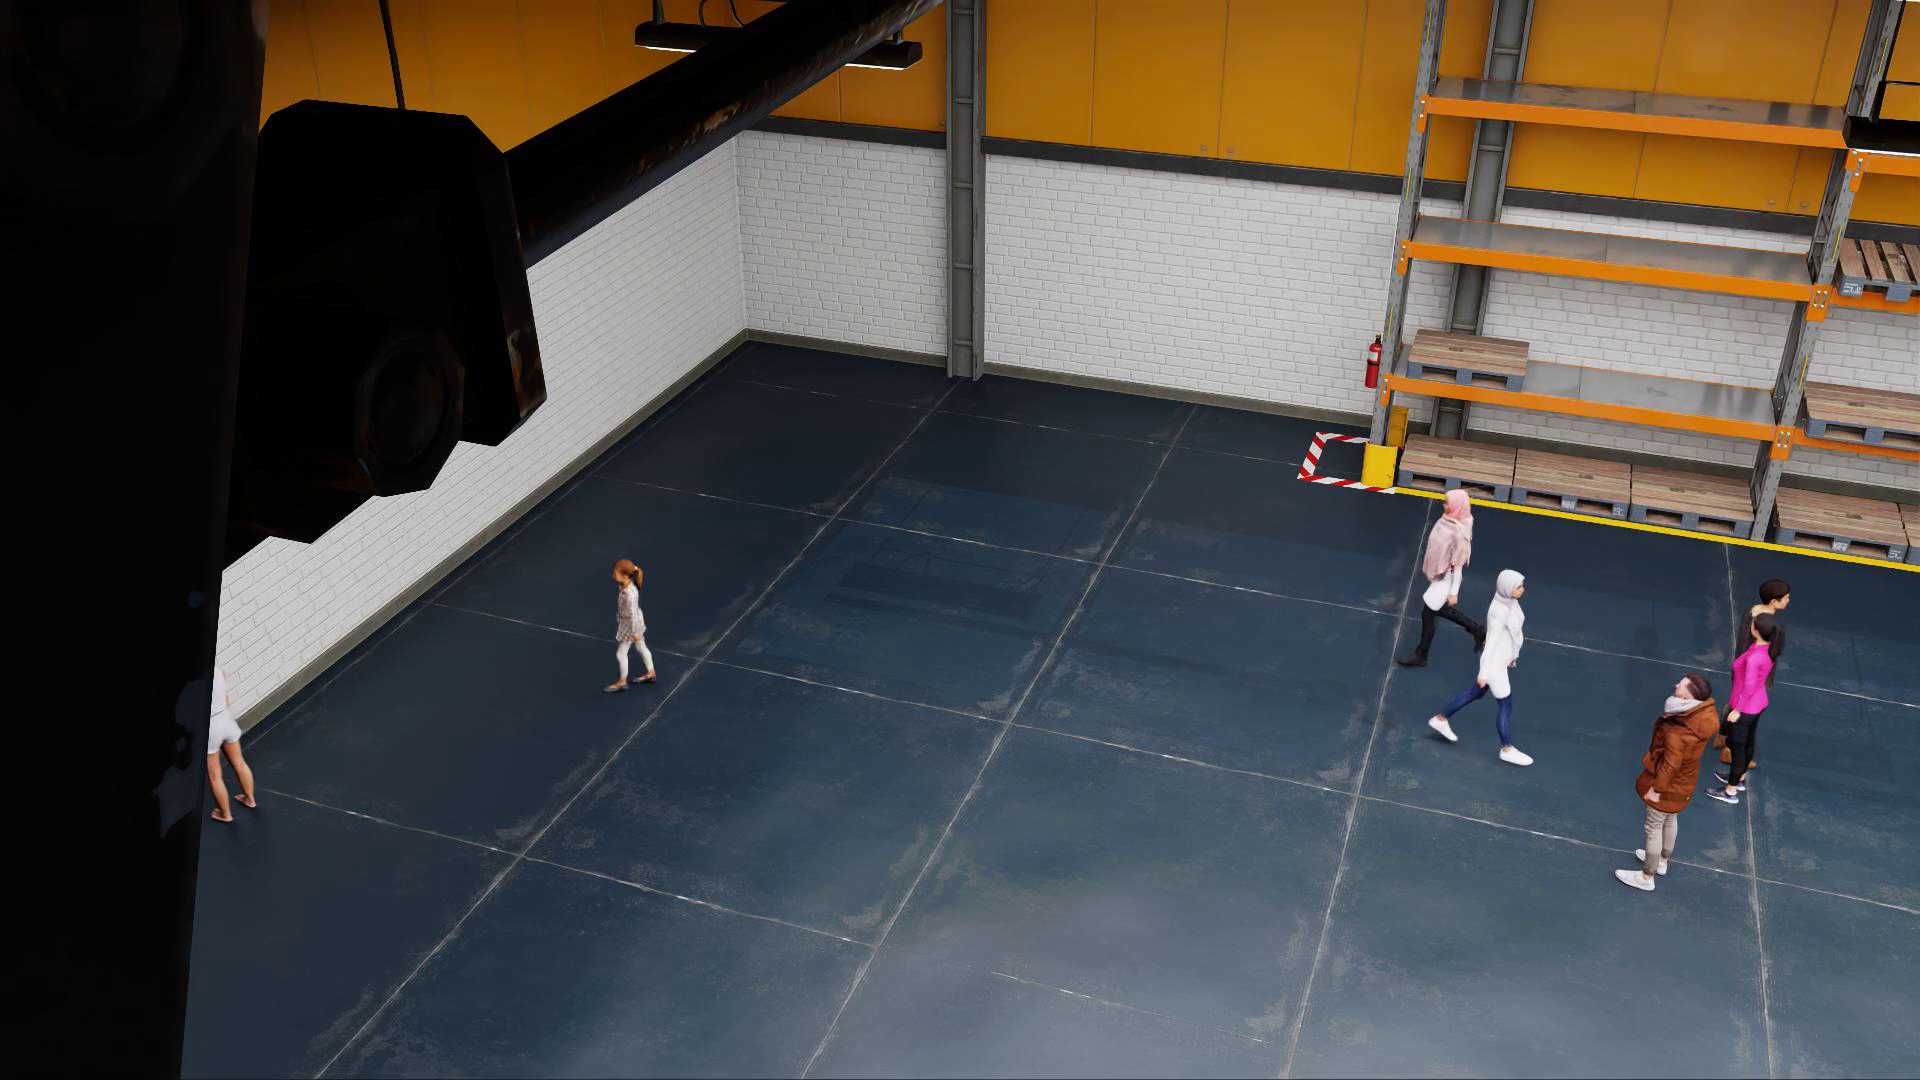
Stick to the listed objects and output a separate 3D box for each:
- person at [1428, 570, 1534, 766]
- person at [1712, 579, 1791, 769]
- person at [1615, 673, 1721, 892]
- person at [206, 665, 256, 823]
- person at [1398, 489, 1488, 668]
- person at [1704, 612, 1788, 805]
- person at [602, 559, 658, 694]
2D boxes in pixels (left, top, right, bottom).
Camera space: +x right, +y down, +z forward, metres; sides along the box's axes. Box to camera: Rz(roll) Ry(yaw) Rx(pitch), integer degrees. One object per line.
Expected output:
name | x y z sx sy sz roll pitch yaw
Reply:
person | 4.336 1.016 13.748 1.169 1.740 0.764 16 32 26
person | 6.511 1.065 13.684 0.599 1.716 0.659 5 29 9
person | 5.250 1.768 12.267 0.832 1.839 0.860 -25 37 -38
person | -5.845 1.483 13.025 0.539 1.612 0.571 13 31 23
person | 4.433 0.366 14.895 1.148 1.784 0.880 -1 29 -1
person | 6.281 1.320 13.235 0.666 1.698 0.657 24 37 37
person | -2.834 0.739 14.722 0.827 1.294 0.745 -8 30 -14
